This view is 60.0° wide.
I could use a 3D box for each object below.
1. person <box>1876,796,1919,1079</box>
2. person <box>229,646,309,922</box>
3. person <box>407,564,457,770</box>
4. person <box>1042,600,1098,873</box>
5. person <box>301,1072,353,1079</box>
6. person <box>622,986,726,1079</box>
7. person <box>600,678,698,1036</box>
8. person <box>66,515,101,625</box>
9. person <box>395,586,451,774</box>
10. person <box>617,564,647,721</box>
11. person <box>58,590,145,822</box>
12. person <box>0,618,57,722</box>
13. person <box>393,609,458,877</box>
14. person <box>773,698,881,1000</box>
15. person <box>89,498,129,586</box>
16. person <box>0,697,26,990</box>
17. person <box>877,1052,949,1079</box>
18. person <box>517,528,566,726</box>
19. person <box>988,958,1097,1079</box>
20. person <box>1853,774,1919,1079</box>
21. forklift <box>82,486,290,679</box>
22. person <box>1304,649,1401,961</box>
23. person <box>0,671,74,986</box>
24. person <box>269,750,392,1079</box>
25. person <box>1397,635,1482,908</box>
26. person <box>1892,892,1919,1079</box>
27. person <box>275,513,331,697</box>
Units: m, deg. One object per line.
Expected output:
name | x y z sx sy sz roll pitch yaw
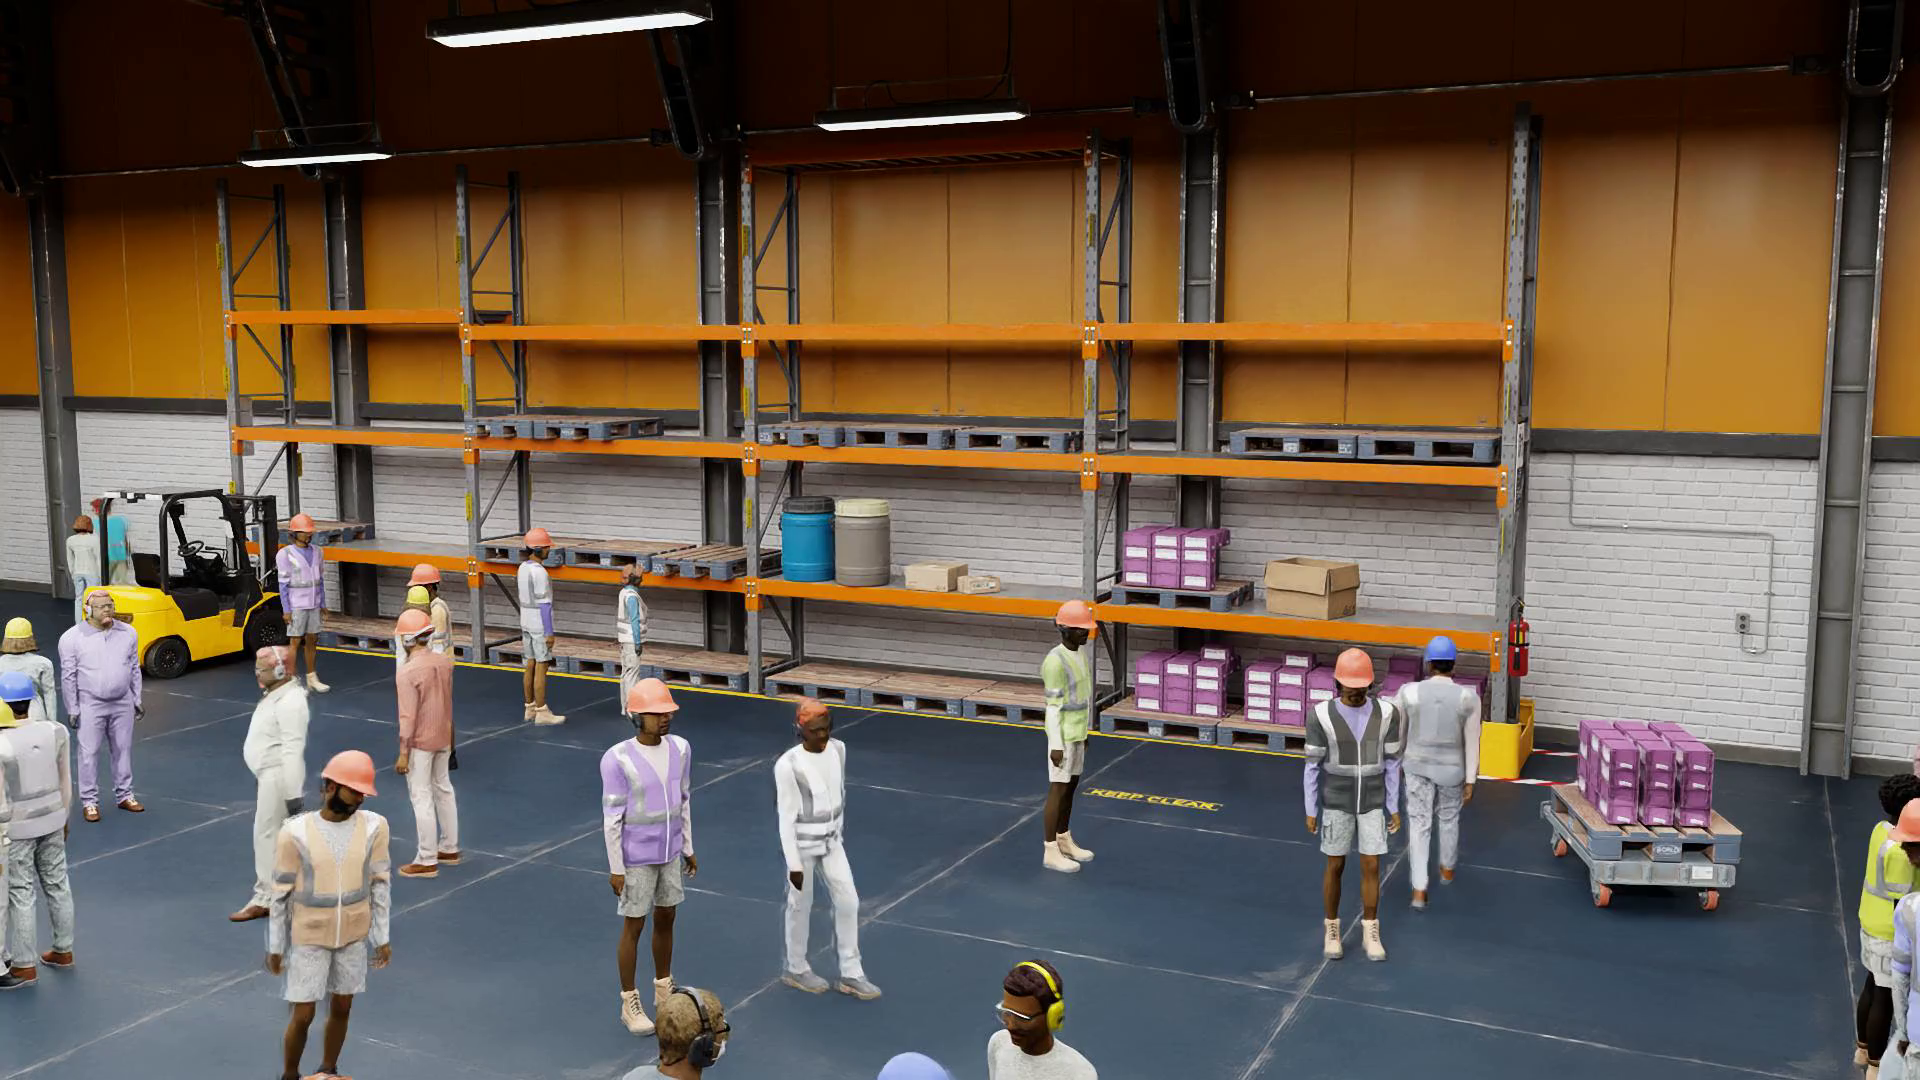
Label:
person | 4.292 2.107 7.509 0.931 1.946 0.641 3 8 25
person | -4.708 1.651 11.520 0.744 1.880 0.663 -4 8 -29
person | -4.869 1.173 15.356 0.391 1.929 0.540 -3 8 -24
person | 0.844 1.456 12.514 0.391 2.040 0.615 3 8 24
person | -1.780 2.468 4.856 0.352 1.878 0.579 4 8 29
person | -0.892 2.380 5.353 0.357 1.932 0.631 -5 9 -37
person | -1.773 1.805 9.618 0.366 2.048 0.610 6 9 40
person | -11.687 0.480 22.265 0.498 1.633 0.289 1 7 7
person | -4.909 1.282 15.177 0.483 1.745 0.302 -5 9 -38
person | -3.428 1.066 17.402 0.308 1.639 0.510 -3 7 -23
person | -7.112 1.363 13.844 0.409 1.908 0.642 6 9 39
person | -7.570 1.491 13.455 0.492 1.744 0.295 -3 8 -26
person | -3.997 1.499 12.370 0.402 1.990 0.622 2 7 16
person | -0.804 1.859 9.932 0.795 1.857 0.608 6 9 40
person | -11.783 0.311 23.066 0.959 1.781 0.591 4 8 31
person | -5.922 1.849 10.196 0.403 1.820 0.602 -4 8 -30
person | -0.036 2.457 4.865 0.610 1.908 0.945 -6 9 -41
person | -4.344 0.890 17.189 0.370 2.044 0.608 -5 9 -36
person | 0.262 2.360 5.813 0.325 1.862 0.511 -6 9 -42
person | 4.967 2.072 8.848 0.315 1.695 0.541 2 7 19
forklift | -9.426 0.454 20.179 1.214 2.155 2.313 3 8 26
person | 2.520 1.690 10.669 0.619 2.028 0.409 0 7 0
person | -5.786 1.774 10.295 0.400 1.948 0.614 3 8 23
person | -3.208 2.014 8.518 0.597 1.897 0.432 -5 8 -33
person | 3.381 1.621 11.826 0.596 1.888 1.050 2 7 16
person | 4.308 2.157 7.179 0.364 1.933 0.543 -4 8 -32
person | -7.321 0.720 18.599 0.372 2.044 0.607 3 8 26
